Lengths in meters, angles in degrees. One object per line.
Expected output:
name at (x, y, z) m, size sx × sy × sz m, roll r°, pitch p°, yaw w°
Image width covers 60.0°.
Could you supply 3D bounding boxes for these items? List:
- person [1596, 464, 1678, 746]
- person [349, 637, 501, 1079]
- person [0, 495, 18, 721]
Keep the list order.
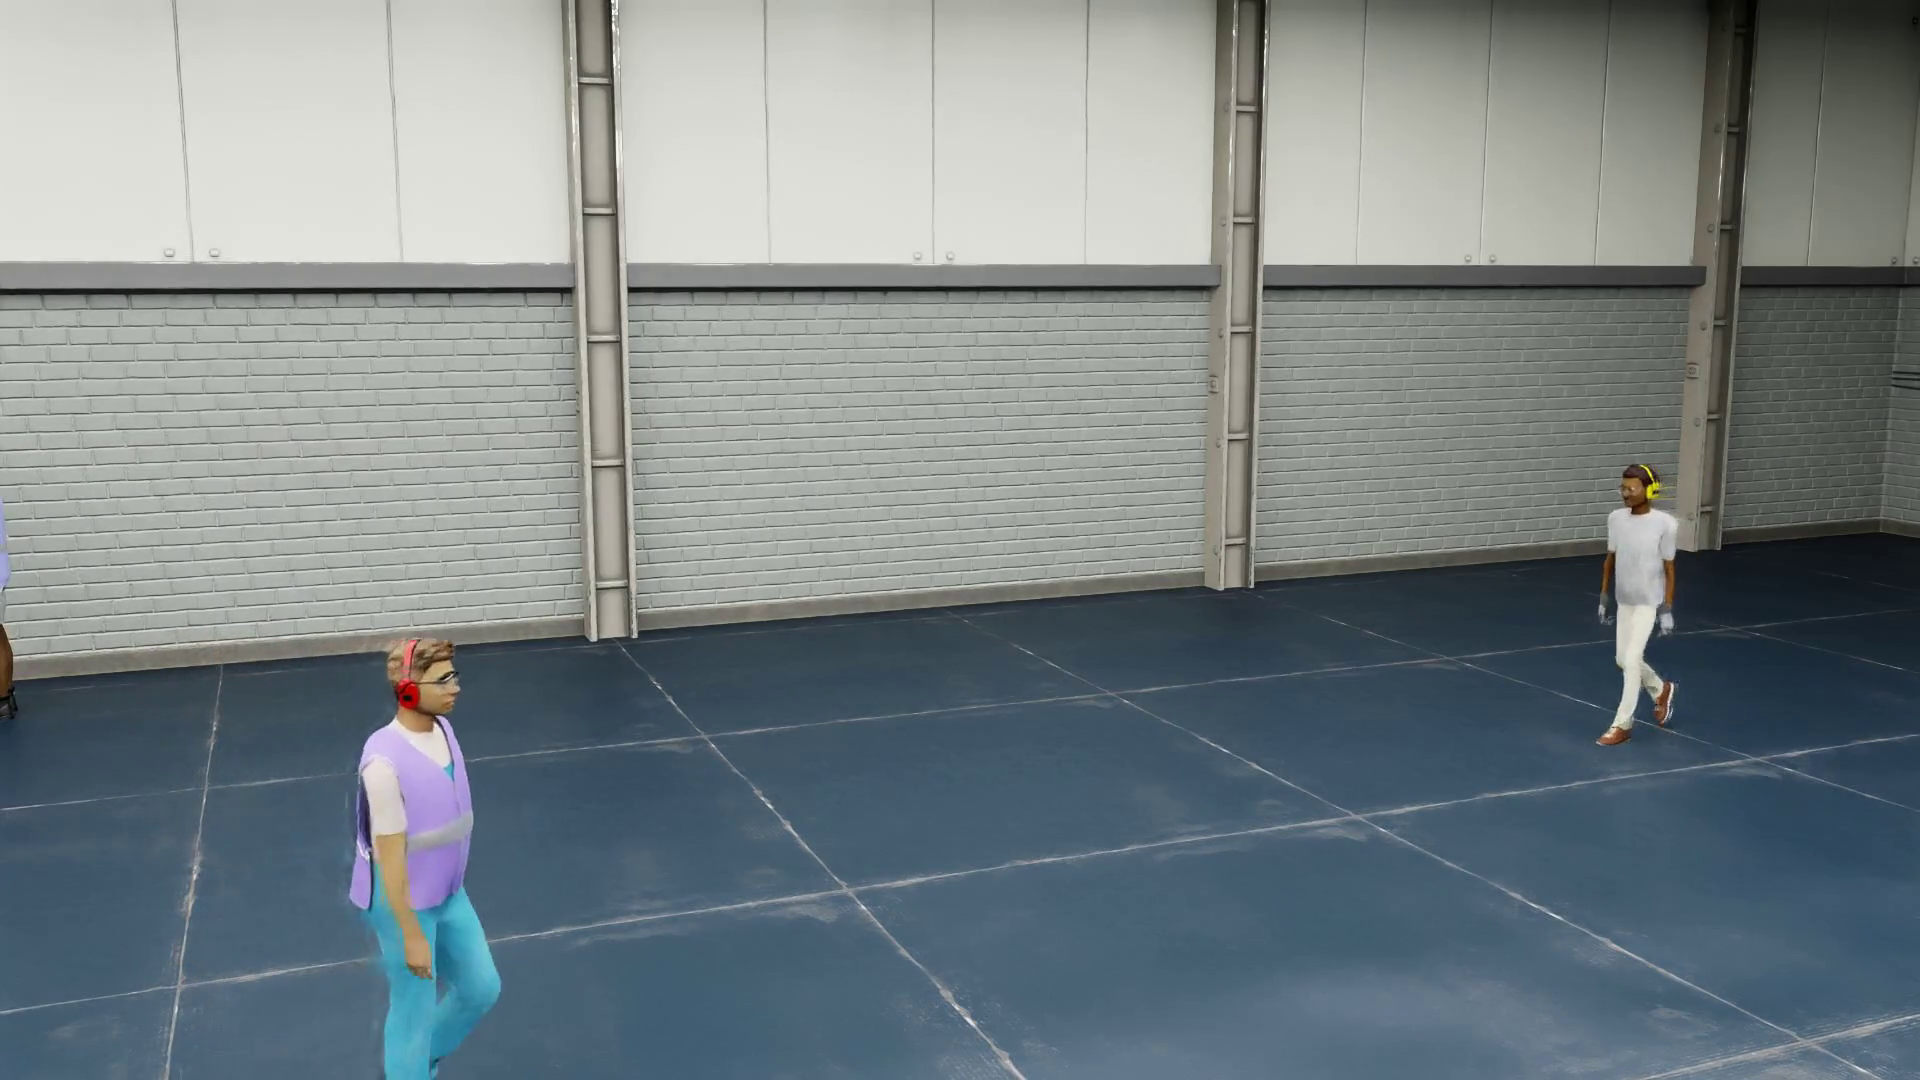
person at (4.467, 0.402, 10.856) m, size 0.773 × 1.842 × 0.518 m, roll -6°, pitch 11°, yaw -31°
person at (-1.817, 1.229, 5.629) m, size 0.440 × 1.835 × 0.560 m, roll 1°, pitch 9°, yaw 7°
person at (-6.661, 0.277, 11.301) m, size 0.361 × 1.938 × 0.545 m, roll -3°, pitch 10°, yaw -20°
